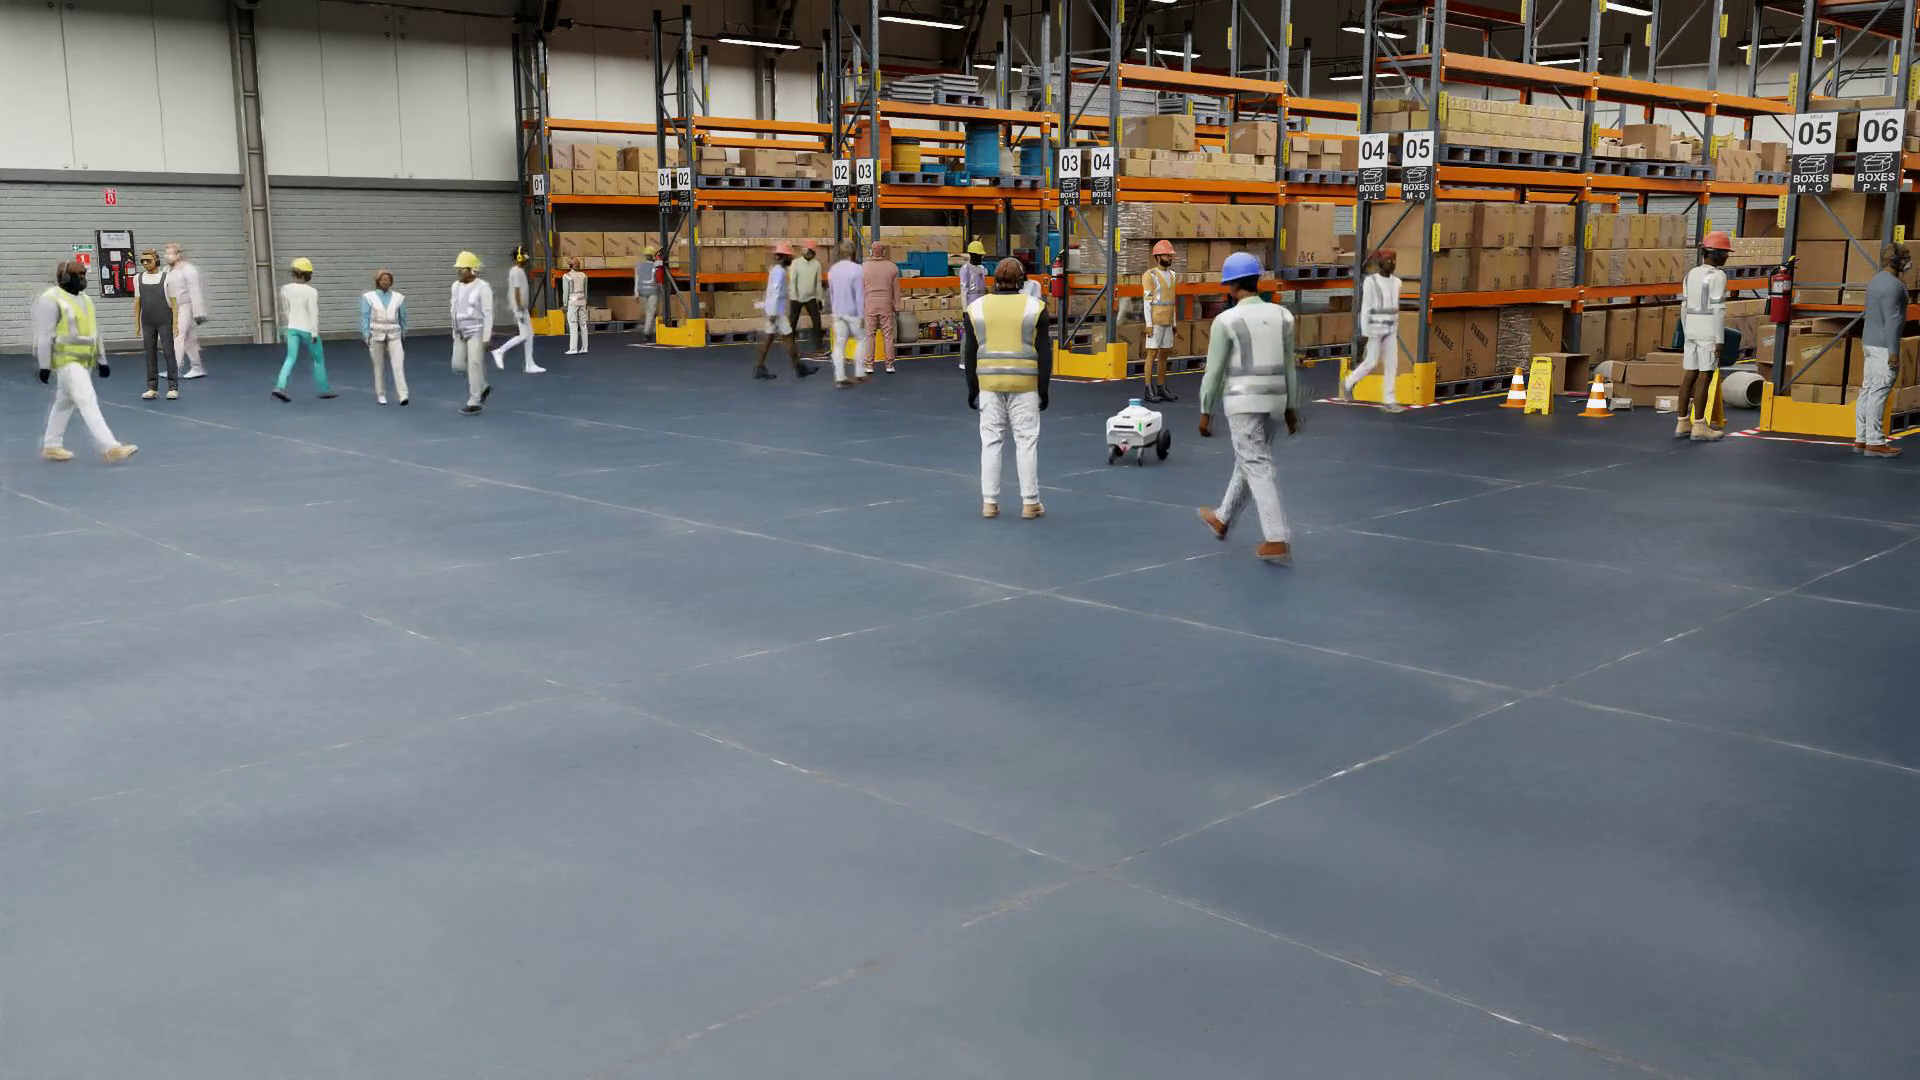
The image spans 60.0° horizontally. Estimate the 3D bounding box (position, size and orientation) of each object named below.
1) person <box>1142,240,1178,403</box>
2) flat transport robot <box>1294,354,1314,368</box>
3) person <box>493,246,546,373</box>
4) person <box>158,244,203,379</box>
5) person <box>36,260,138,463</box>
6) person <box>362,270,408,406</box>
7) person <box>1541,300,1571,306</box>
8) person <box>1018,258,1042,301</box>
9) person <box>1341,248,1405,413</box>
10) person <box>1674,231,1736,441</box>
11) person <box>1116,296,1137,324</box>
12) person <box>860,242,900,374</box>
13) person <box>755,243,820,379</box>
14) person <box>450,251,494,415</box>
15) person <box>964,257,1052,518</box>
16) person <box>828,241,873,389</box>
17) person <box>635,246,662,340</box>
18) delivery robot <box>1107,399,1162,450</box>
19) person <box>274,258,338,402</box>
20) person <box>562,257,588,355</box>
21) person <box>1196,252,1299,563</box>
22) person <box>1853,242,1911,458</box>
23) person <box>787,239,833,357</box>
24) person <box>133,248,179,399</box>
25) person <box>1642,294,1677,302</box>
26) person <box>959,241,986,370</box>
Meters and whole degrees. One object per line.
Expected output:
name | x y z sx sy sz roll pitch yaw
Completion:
person | 2.443 -2.649 20.143 0.545 1.942 0.352 -9 14 -42
flat transport robot | 4.634 -2.670 24.934 1.431 0.197 0.652 -10 14 -43
person | -6.481 -3.377 24.366 0.659 1.852 0.530 0 10 -1
person | -10.990 -3.171 23.202 0.643 1.870 0.895 7 13 34
person | -7.834 -1.586 14.790 0.974 1.783 0.642 1 10 3
person | -6.768 -2.372 19.602 0.524 1.586 0.884 -5 12 -27
person | 9.322 -3.628 25.802 0.979 1.837 0.583 -10 14 -42
person | 0.863 -3.056 23.042 0.542 1.678 0.382 1 10 7
person | 4.770 -2.407 19.062 0.582 1.864 0.785 -7 12 -32
person | 7.380 -2.020 16.441 0.387 2.039 0.614 -1 10 -8
person | 2.852 -4.234 29.128 0.979 1.826 0.538 -10 14 -43
person | -1.195 -3.382 24.238 0.653 1.906 0.405 -2 11 -9
person | -2.429 -3.185 23.207 0.973 1.883 0.564 -3 11 -14
person | -5.486 -2.330 18.724 0.611 1.821 0.490 7 12 33
person | 0.347 -1.084 11.880 0.624 1.845 0.430 2 11 13
person | -1.410 -2.976 21.979 0.662 1.916 0.701 8 13 38
person | -5.950 -4.757 32.066 0.617 1.787 0.941 3 11 17
delivery robot | 1.568 -1.023 14.920 0.477 0.478 0.707 4 11 22
person | -8.031 -2.569 20.268 0.521 1.729 0.875 3 11 17
person | -6.488 -3.953 28.065 0.307 1.645 0.517 7 13 35
person | 1.762 -0.840 10.424 0.621 1.882 1.020 -6 12 -31
person | 8.458 -1.745 15.222 0.373 1.940 0.630 2 11 11
person | -2.528 -3.982 27.462 0.635 1.927 0.870 -6 12 -31
person | -9.862 -2.653 20.426 0.514 1.844 0.327 -1 10 -4
person | 13.400 -4.756 31.840 0.673 1.855 0.960 6 12 29
person | 0.218 -3.500 24.868 0.392 1.915 0.584 6 12 31
